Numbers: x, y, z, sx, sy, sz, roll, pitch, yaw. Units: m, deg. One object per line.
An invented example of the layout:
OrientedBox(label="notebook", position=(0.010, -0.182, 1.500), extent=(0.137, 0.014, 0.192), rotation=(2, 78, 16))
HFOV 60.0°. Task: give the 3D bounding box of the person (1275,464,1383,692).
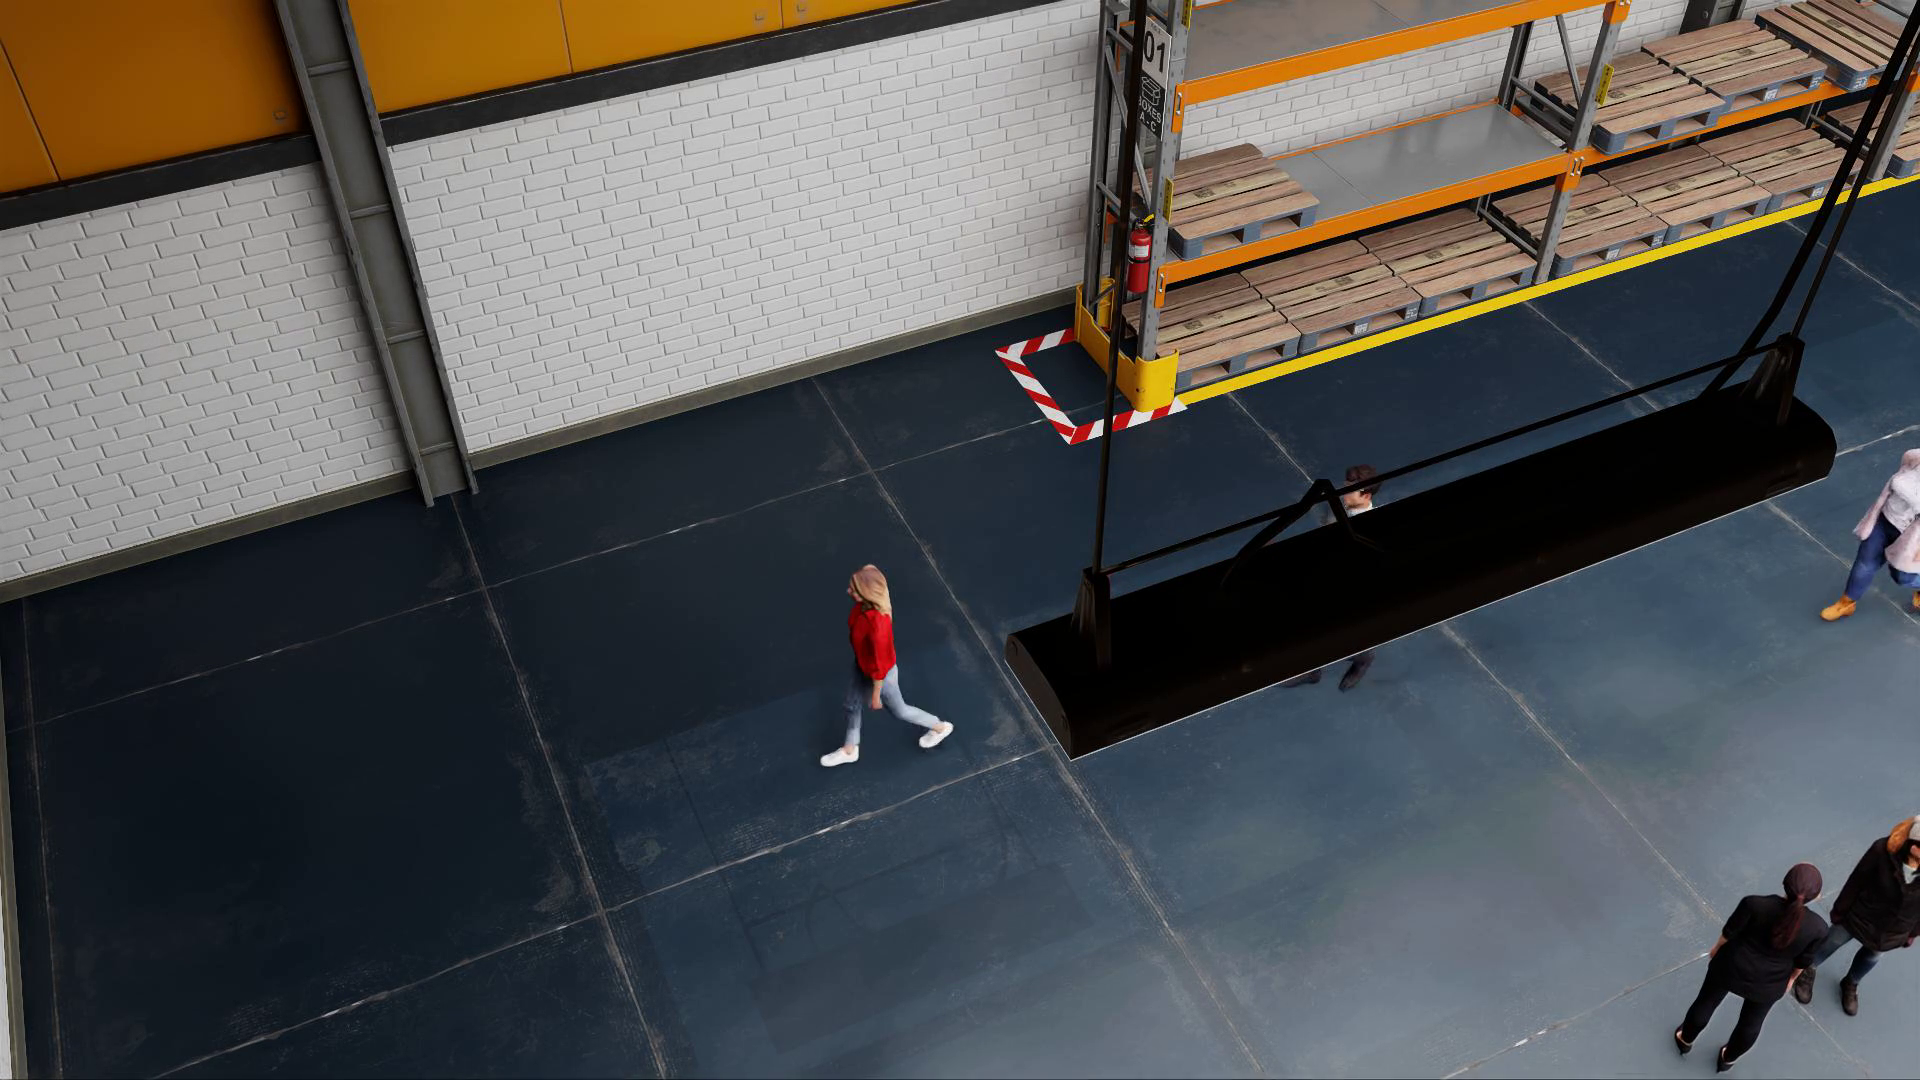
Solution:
OrientedBox(label="person", position=(2.477, 0.259, 10.584), extent=(0.929, 1.910, 0.821), rotation=(-11, 45, -11))

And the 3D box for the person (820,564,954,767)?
OrientedBox(label="person", position=(-0.433, 0.792, 10.198), extent=(1.135, 1.672, 0.737), rotation=(-11, 45, -12))

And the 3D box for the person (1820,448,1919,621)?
OrientedBox(label="person", position=(6.409, -0.099, 11.102), extent=(1.082, 1.714, 0.768), rotation=(-13, 45, -13))

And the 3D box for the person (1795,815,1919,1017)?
OrientedBox(label="person", position=(4.958, 1.994, 8.964), extent=(0.718, 1.632, 0.776), rotation=(15, 46, 15))

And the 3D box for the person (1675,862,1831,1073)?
OrientedBox(label="person", position=(4.125, 2.248, 8.678), extent=(0.677, 1.658, 0.719), rotation=(19, 47, 19))
